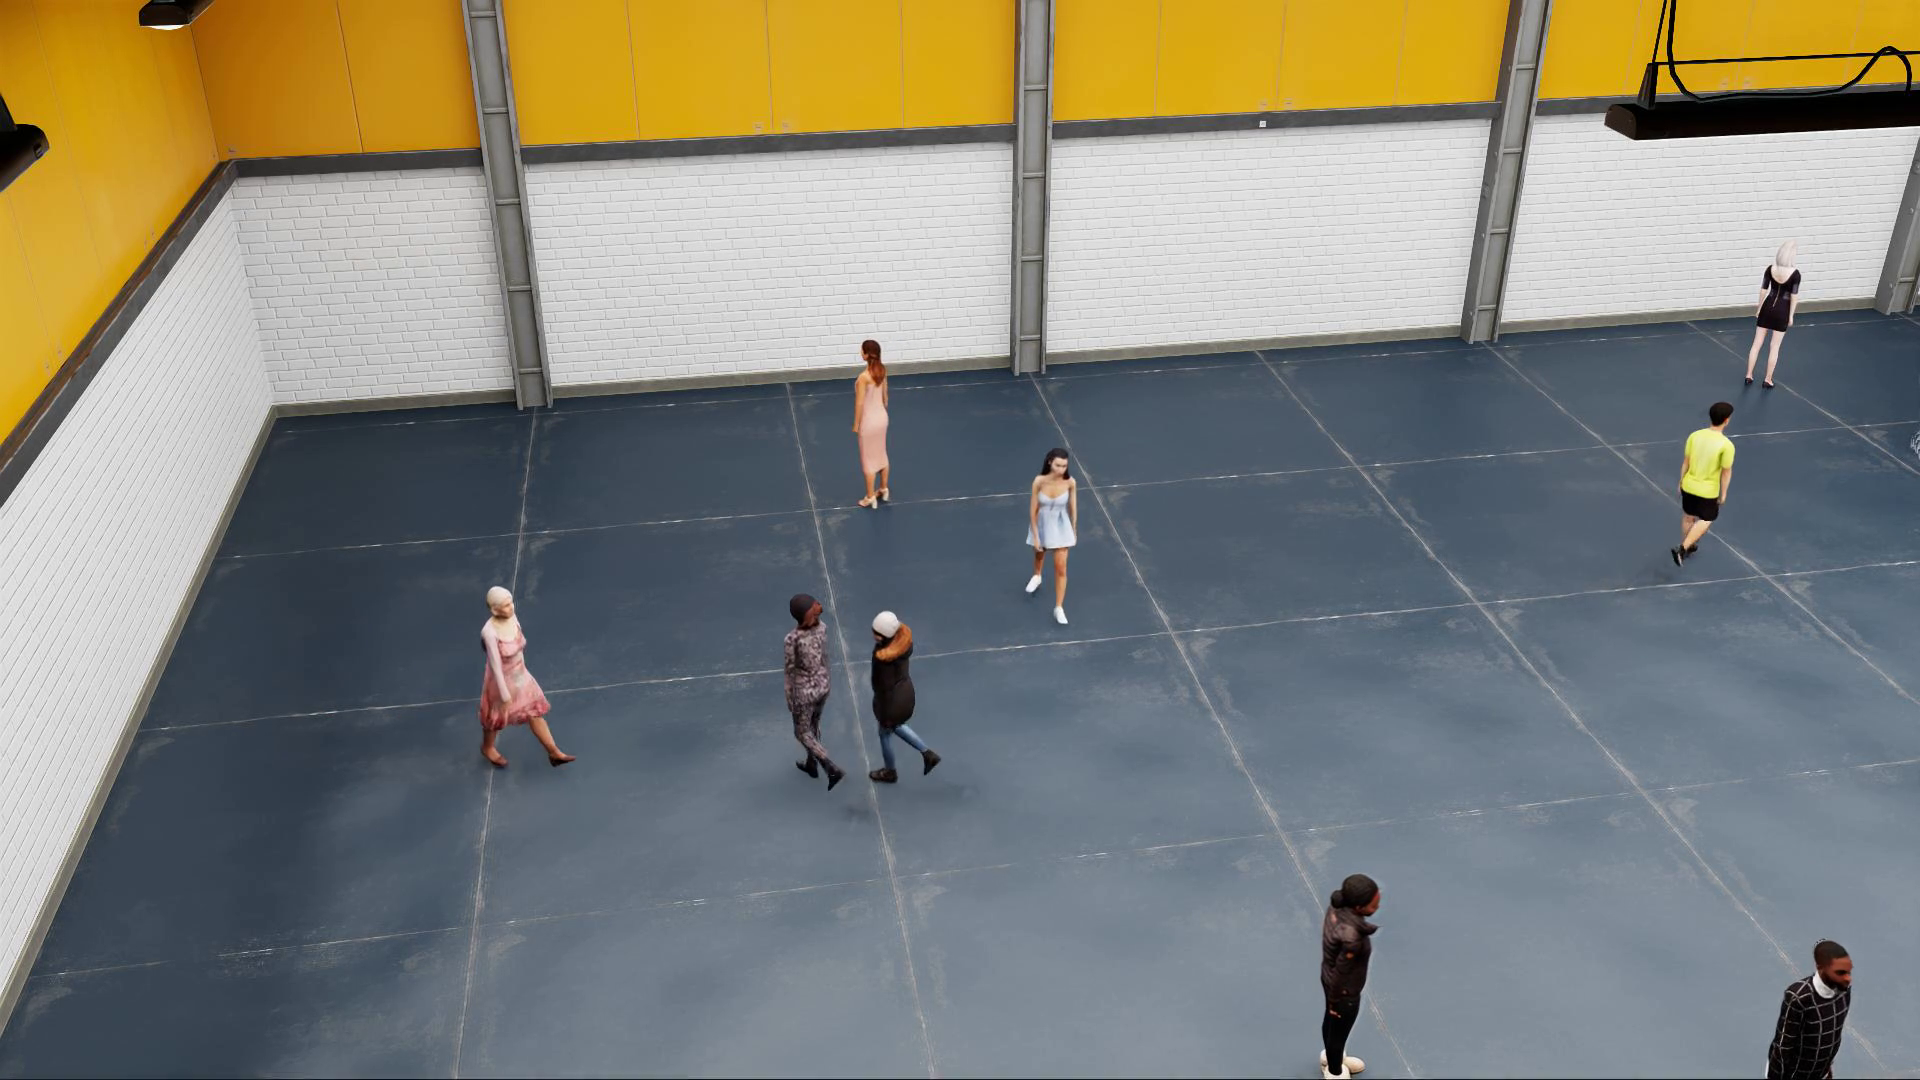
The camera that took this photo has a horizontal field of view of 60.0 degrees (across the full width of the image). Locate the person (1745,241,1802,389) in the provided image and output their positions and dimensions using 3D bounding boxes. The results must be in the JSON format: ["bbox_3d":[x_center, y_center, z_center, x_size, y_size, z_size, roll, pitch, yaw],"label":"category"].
[{"bbox_3d":[9.740,-2.696,19.887,0.648,1.830,0.681,24,36,36],"label":"person"}]

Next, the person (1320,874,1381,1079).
[{"bbox_3d":[2.321,2.712,10.148,0.608,1.662,0.674,-5,29,-8],"label":"person"}]

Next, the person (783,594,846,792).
[{"bbox_3d":[-1.110,1.205,12.868,0.942,1.702,0.919,-23,36,-36],"label":"person"}]

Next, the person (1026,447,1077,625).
[{"bbox_3d":[0.811,-0.120,15.335,1.049,1.667,0.808,2,29,3],"label":"person"}]

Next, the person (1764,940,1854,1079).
[{"bbox_3d":[4.760,2.989,9.474,0.606,1.821,0.782,-14,32,-24],"label":"person"}]

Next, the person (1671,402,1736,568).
[{"bbox_3d":[7.110,-0.505,16.016,1.026,1.691,0.885,-22,36,-35],"label":"person"}]

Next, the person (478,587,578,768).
[{"bbox_3d":[-3.643,1.109,13.099,1.167,1.650,0.960,9,30,16],"label":"person"}]

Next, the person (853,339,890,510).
[{"bbox_3d":[-0.885,-1.207,17.157,0.714,1.830,0.651,19,34,31],"label":"person"}]

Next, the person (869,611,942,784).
[{"bbox_3d":[-0.446,1.245,12.888,0.950,1.613,0.838,9,30,16],"label":"person"}]
